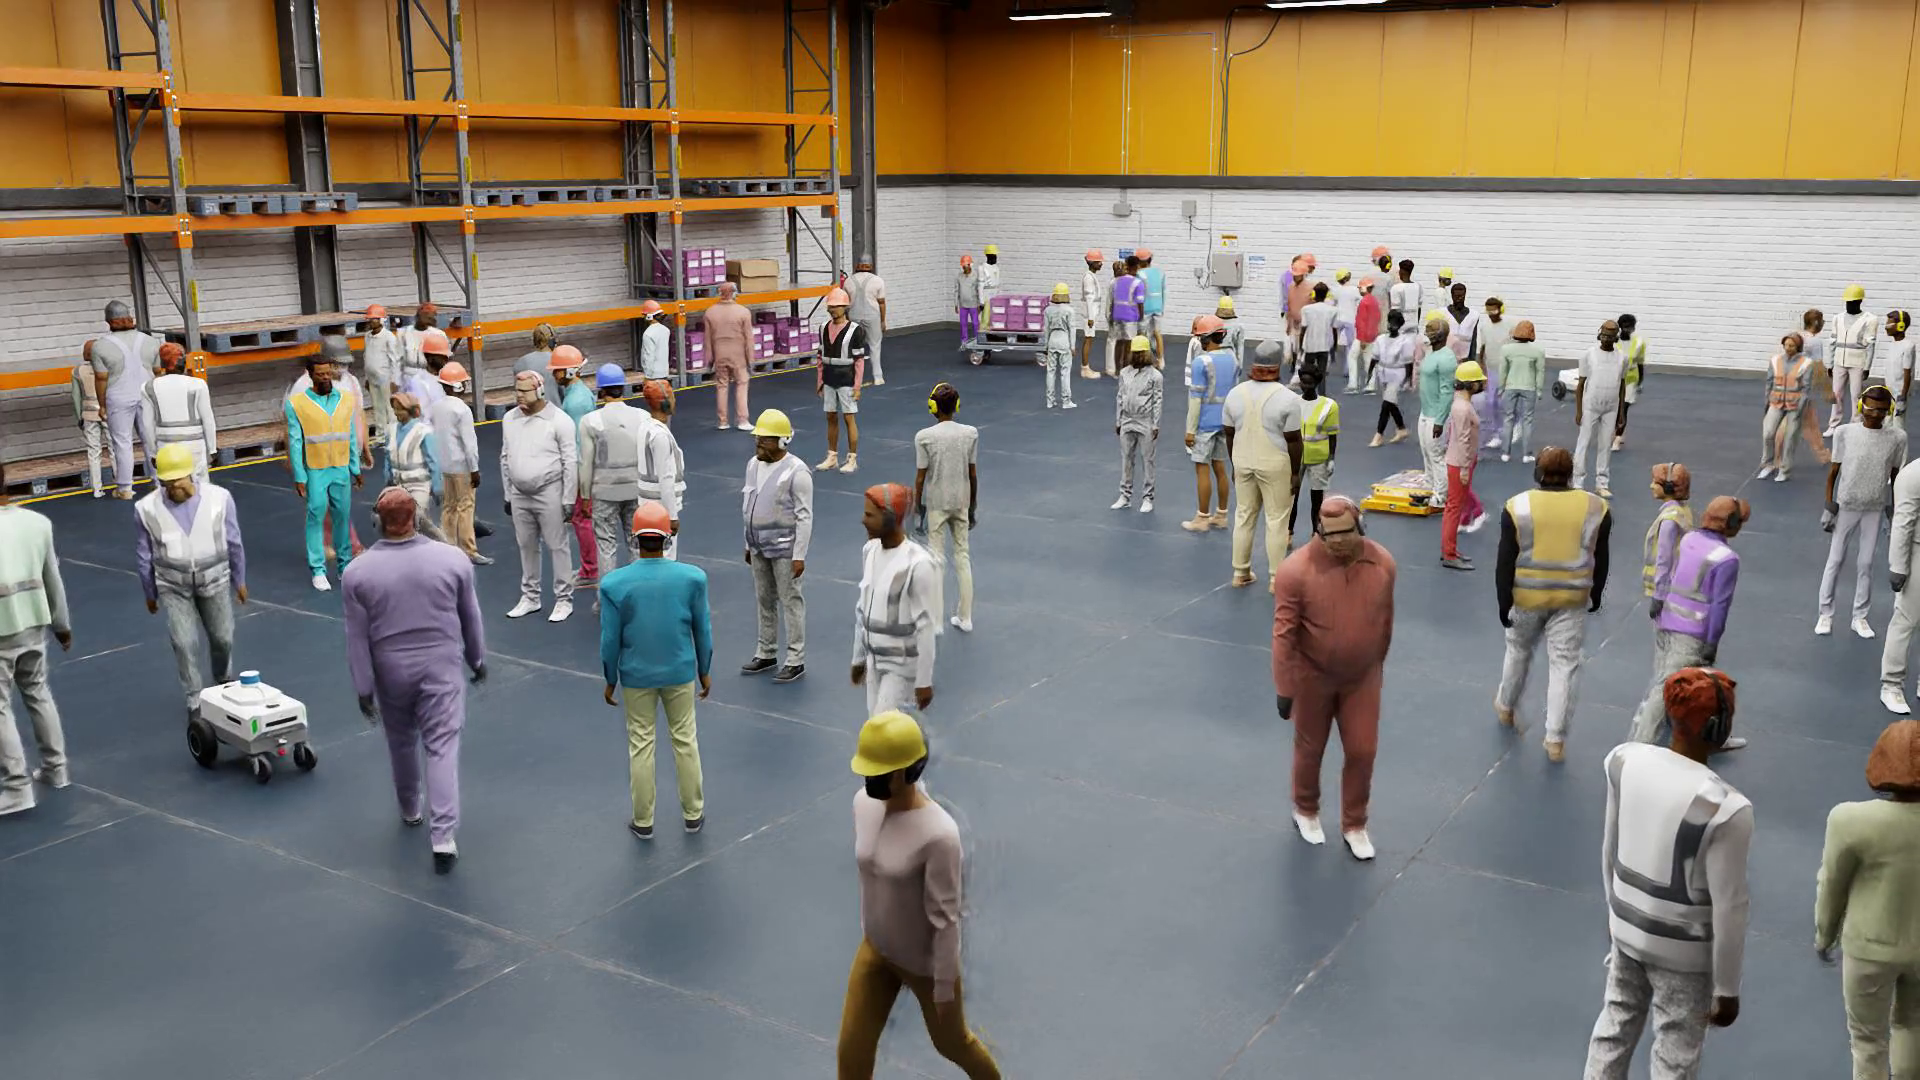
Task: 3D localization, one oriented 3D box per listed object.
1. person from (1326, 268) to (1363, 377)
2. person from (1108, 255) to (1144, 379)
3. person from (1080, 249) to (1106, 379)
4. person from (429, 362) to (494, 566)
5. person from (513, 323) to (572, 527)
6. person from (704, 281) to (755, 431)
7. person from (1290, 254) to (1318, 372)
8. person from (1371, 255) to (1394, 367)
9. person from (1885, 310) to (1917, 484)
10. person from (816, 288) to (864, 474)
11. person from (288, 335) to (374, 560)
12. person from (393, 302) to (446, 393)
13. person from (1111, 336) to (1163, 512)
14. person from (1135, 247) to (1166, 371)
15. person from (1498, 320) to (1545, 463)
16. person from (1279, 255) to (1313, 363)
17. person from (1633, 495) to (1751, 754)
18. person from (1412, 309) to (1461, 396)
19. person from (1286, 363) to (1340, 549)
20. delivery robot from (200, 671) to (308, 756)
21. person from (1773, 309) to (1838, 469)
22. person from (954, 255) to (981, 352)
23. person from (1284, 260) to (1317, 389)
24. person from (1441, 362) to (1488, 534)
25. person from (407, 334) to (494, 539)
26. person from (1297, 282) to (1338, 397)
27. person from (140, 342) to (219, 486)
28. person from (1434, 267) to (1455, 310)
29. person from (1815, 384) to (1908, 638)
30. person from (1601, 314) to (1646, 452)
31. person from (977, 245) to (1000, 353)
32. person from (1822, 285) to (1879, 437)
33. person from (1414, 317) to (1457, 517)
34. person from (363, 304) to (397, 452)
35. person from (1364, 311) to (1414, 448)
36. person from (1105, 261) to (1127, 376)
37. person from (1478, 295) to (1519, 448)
[{"bbox_3d":[6.125,-3.420,26.329,0.734,1.739,0.450,8,15,30],"label":"person"},{"bbox_3d":[2.622,-3.485,26.139,0.700,1.949,0.424,11,17,40],"label":"person"},{"bbox_3d":[2.099,-3.569,26.281,0.391,2.040,0.615,1,13,6],"label":"person"},{"bbox_3d":[-4.286,-0.649,14.242,0.564,1.755,0.323,11,17,39],"label":"person"},{"bbox_3d":[-3.881,-1.082,15.722,0.630,1.940,0.372,4,13,15],"label":"person"},{"bbox_3d":[-2.920,-2.346,21.278,0.651,1.905,0.403,3,13,14],"label":"person"},{"bbox_3d":[5.556,-3.639,26.816,0.366,1.935,0.552,0,13,1],"label":"person"},{"bbox_3d":[7.002,-3.773,27.571,0.328,1.862,0.519,-9,16,-35],"label":"person"},{"bbox_3d":[10.042,-1.528,17.846,0.359,1.862,0.515,2,13,10],"label":"person"},{"bbox_3d":[-1.341,-1.753,18.396,0.605,2.048,0.366,8,15,32],"label":"person"},{"bbox_3d":[-5.305,-0.793,14.244,0.981,2.000,0.737,5,14,20],"label":"person"},{"bbox_3d":[-6.159,-1.799,19.028,0.610,1.850,0.448,-1,13,-5],"label":"person"},{"bbox_3d":[1.755,-1.145,16.420,0.484,1.746,0.287,8,15,32],"label":"person"},{"bbox_3d":[3.082,-3.766,27.188,0.639,2.026,0.421,-8,15,-30],"label":"person"},{"bbox_3d":[6.427,-1.703,19.084,0.501,1.633,0.282,7,15,27],"label":"person"},{"bbox_3d":[5.700,-3.890,28.122,0.634,1.840,0.429,11,17,40],"label":"person"},{"bbox_3d":[4.253,0.526,9.533,0.884,1.570,0.524,-1,13,-4],"label":"person"},{"bbox_3d":[5.548,-1.822,19.376,0.552,1.733,0.457,7,15,28],"label":"person"},{"bbox_3d":[3.051,-0.713,14.646,0.540,1.697,0.317,6,14,23],"label":"person"},{"bbox_3d":[-4.056,0.994,9.545,0.707,0.478,0.477,11,17,41],"label":"delivery robot"},{"bbox_3d":[9.537,-1.667,18.583,0.959,1.788,0.568,2,13,8],"label":"person"},{"bbox_3d":[0.143,-4.258,29.940,0.566,1.740,0.359,6,14,26],"label":"person"},{"bbox_3d":[5.274,-3.283,25.246,0.881,1.954,0.639,-8,15,-32],"label":"person"},{"bbox_3d":[4.650,-0.841,15.375,0.340,1.617,0.500,-2,13,-8],"label":"person"},{"bbox_3d":[-4.692,-0.903,15.032,0.978,1.892,0.548,6,14,24],"label":"person"},{"bbox_3d":[4.750,-2.518,22.177,0.568,1.828,0.903,0,13,2],"label":"person"},{"bbox_3d":[-6.804,-0.788,14.564,0.572,1.886,0.354,-2,13,-10],"label":"person"},{"bbox_3d":[7.573,-3.398,26.157,0.316,1.765,0.523,3,13,11],"label":"person"},{"bbox_3d":[6.565,-0.209,12.105,0.518,1.865,0.328,4,14,17],"label":"person"},{"bbox_3d":[7.937,-1.916,20.000,0.552,1.653,0.832,4,14,16],"label":"person"},{"bbox_3d":[0.535,-4.307,29.805,0.443,1.934,0.597,10,16,36],"label":"person"},{"bbox_3d":[11.012,-2.195,20.599,0.386,1.919,0.585,-8,15,-30],"label":"person"},{"bbox_3d":[4.623,-1.197,16.223,0.371,1.940,0.630,0,13,0],"label":"person"},{"bbox_3d":[-6.901,-1.930,19.799,0.562,1.755,0.318,8,15,32],"label":"person"},{"bbox_3d":[5.241,-1.947,20.091,0.701,1.658,0.627,-9,16,-34],"label":"person"},{"bbox_3d":[2.502,-3.545,26.643,0.341,1.839,0.501,-3,13,-11],"label":"person"},{"bbox_3d":[6.490,-2.023,20.016,0.514,1.836,0.571,-12,18,-43],"label":"person"}]
